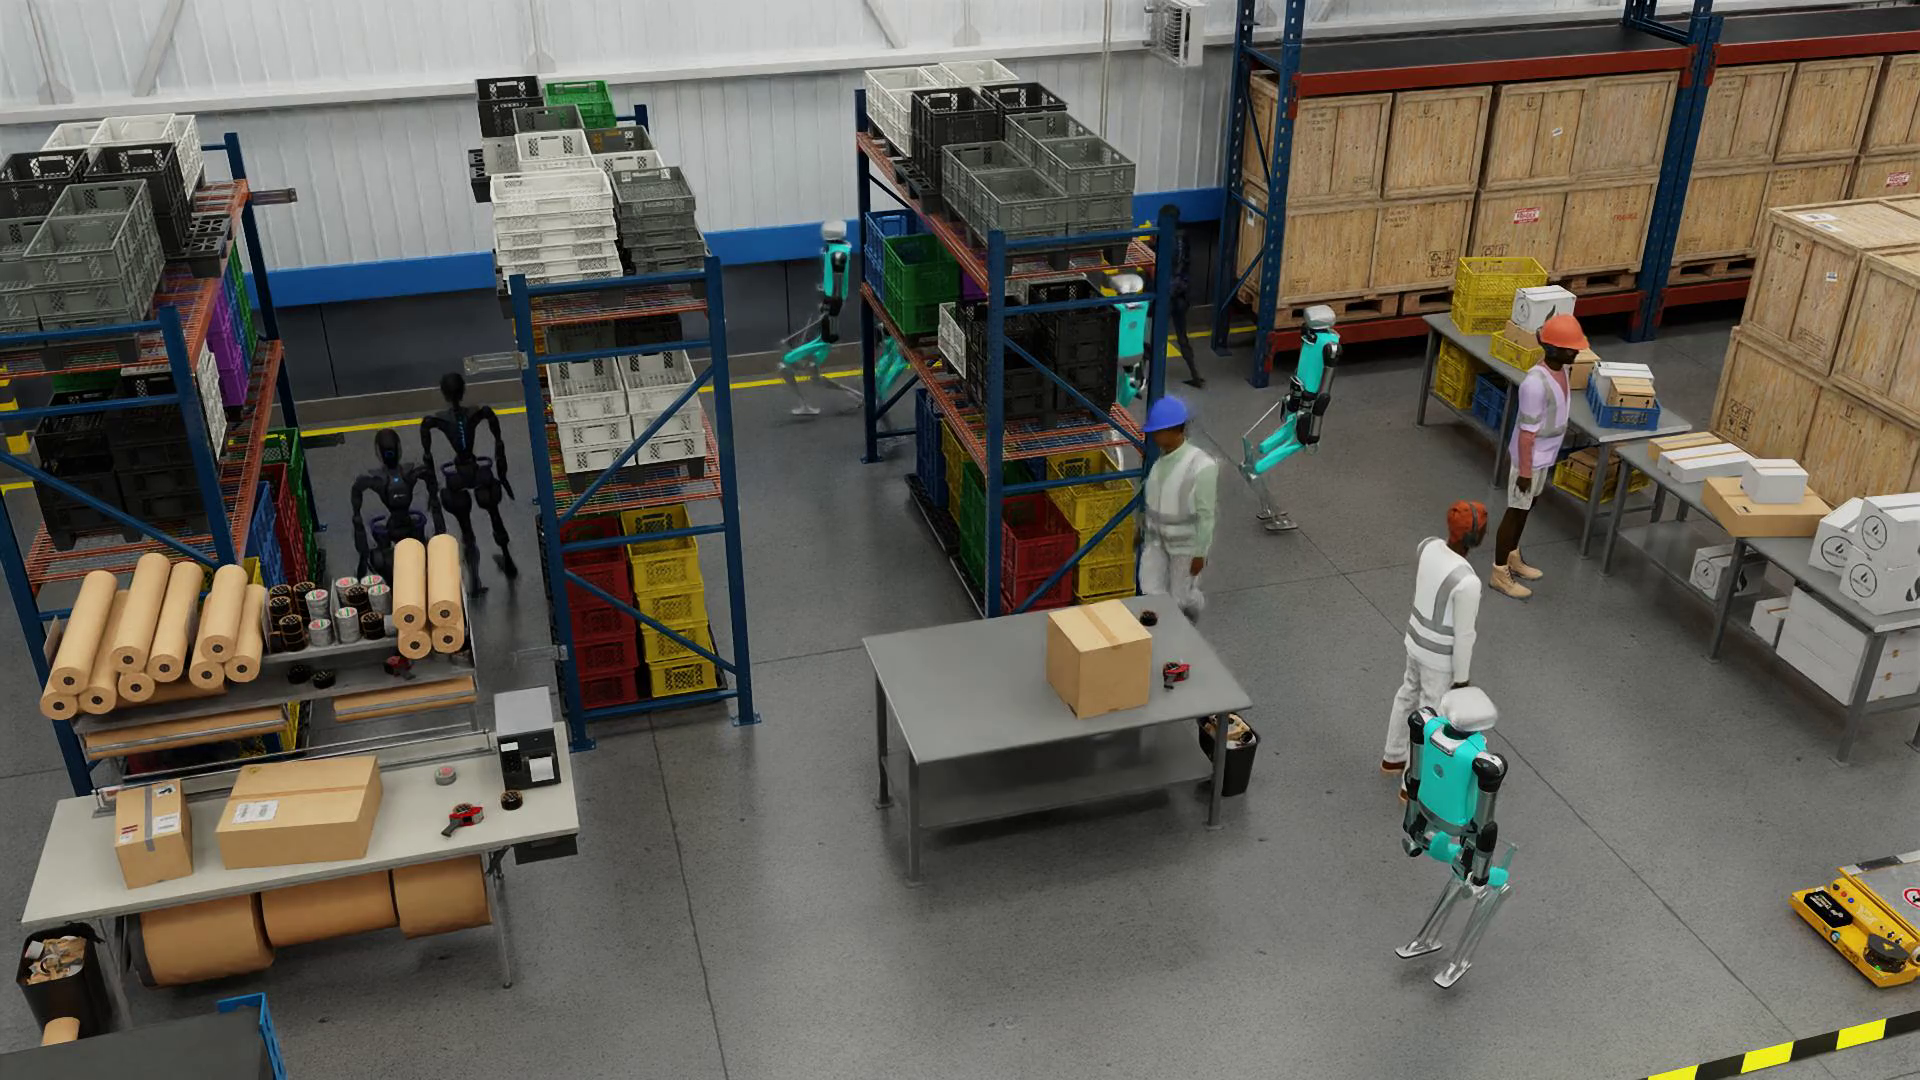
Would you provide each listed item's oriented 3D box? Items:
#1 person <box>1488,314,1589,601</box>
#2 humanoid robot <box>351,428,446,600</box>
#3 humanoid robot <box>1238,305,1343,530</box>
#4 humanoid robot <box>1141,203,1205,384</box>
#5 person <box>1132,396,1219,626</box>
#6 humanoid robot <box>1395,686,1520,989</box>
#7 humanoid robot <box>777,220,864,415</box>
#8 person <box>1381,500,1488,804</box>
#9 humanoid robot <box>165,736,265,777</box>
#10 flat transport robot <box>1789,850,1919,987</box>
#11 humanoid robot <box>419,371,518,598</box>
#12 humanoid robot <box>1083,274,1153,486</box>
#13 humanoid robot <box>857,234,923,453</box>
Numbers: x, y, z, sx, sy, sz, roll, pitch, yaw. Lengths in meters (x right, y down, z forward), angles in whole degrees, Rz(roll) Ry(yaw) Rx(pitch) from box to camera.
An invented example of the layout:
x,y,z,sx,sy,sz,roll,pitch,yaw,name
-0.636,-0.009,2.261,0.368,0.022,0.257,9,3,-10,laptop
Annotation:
x,y,z,sx,sy,sz,roll,pitch,yaw,name
3.957,-0.581,11.377,0.376,2.045,0.605,18,34,29,person
-3.583,0.036,10.682,0.616,1.620,0.763,-15,32,-26,humanoid robot
2.335,-0.873,12.120,0.738,1.692,0.531,-5,29,-9,humanoid robot
1.852,-2.165,14.691,0.589,1.627,0.808,-23,36,-35,humanoid robot
1.385,-0.056,10.559,0.617,1.903,0.752,19,34,30,person
2.469,1.386,7.981,0.735,1.673,0.533,-17,33,-27,humanoid robot
-1.182,-1.800,13.899,1.014,1.732,0.556,-3,29,-5,humanoid robot
2.687,0.624,9.362,0.360,1.876,0.574,-5,29,-8,person
-3.963,1.125,8.701,0.750,1.631,0.600,4,29,8,humanoid robot
5.163,1.916,8.676,1.431,0.231,0.659,-8,30,-14,flat transport robot
-3.391,-0.405,11.477,0.584,1.644,0.548,-13,31,-22,humanoid robot
1.127,-1.350,13.145,0.531,1.776,1.000,-12,31,-21,humanoid robot
-0.614,-1.525,13.432,0.743,1.810,0.537,-23,36,-36,humanoid robot
